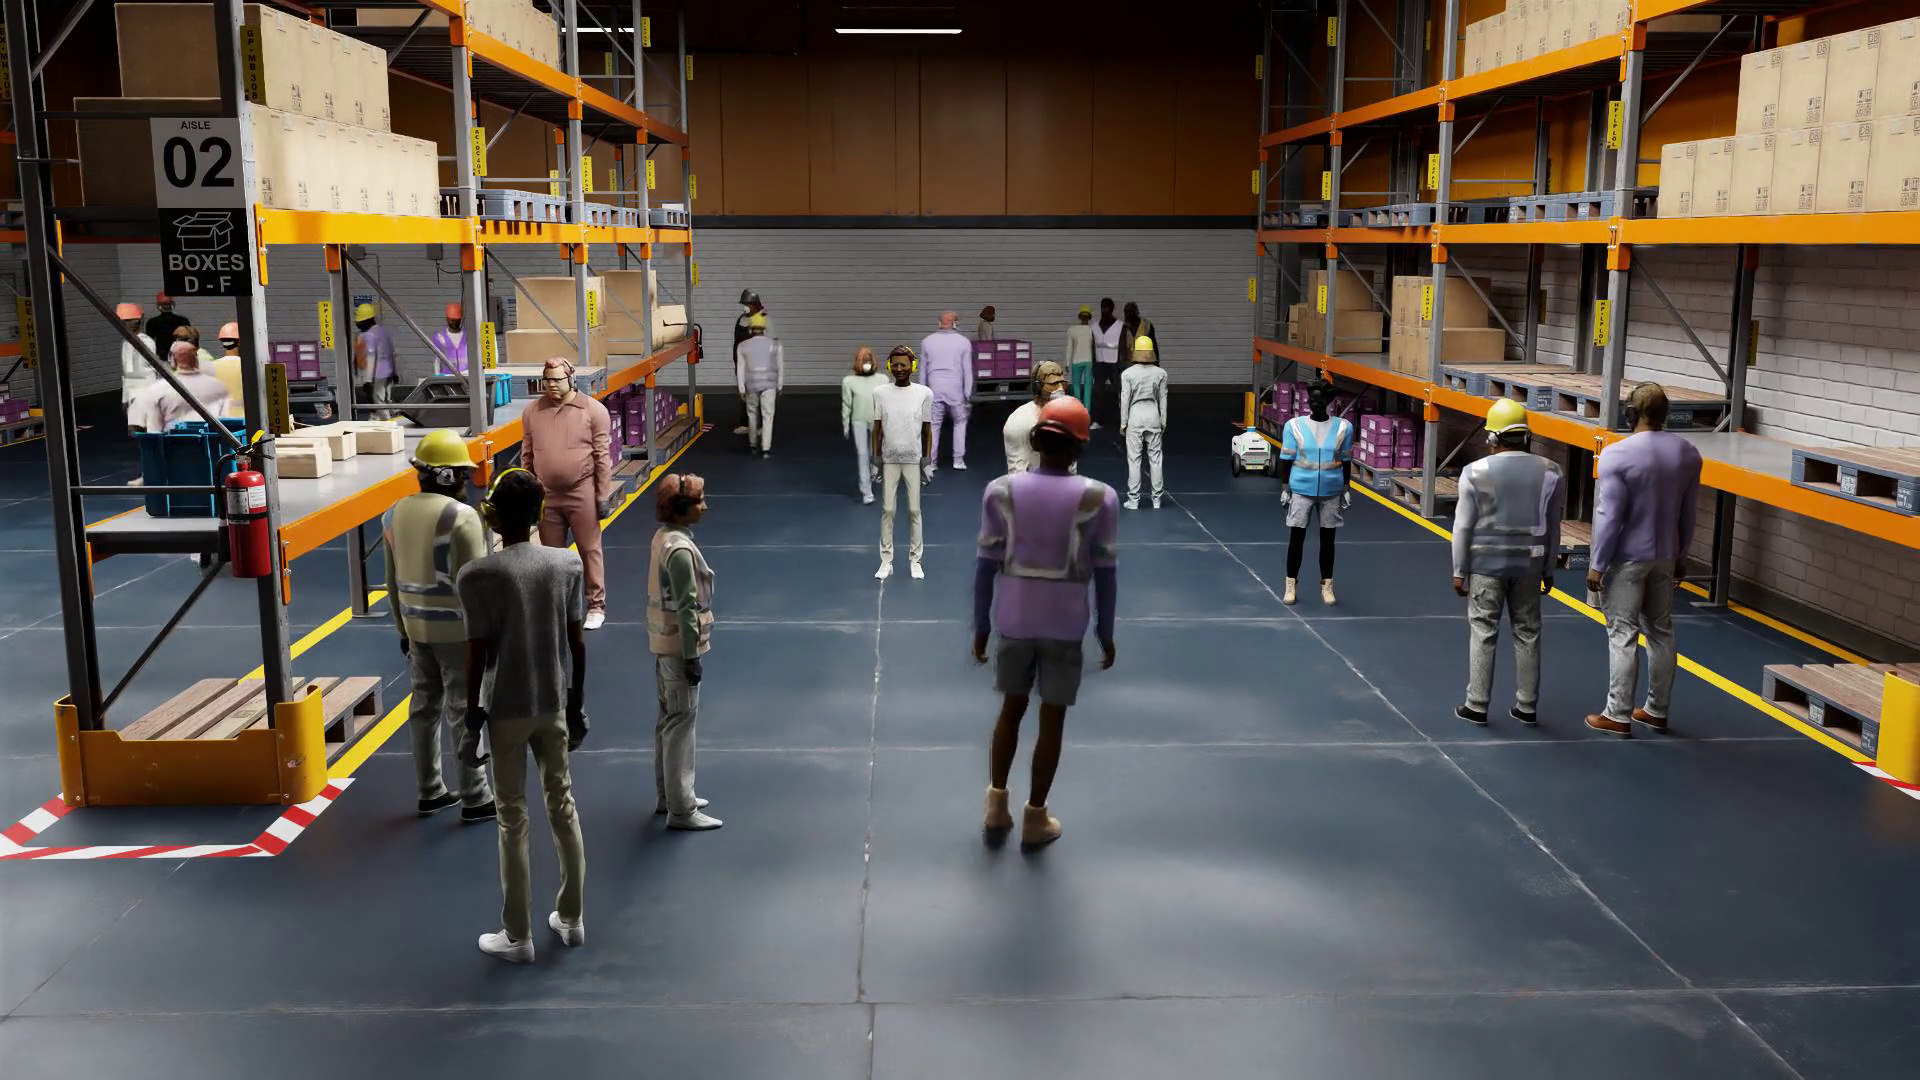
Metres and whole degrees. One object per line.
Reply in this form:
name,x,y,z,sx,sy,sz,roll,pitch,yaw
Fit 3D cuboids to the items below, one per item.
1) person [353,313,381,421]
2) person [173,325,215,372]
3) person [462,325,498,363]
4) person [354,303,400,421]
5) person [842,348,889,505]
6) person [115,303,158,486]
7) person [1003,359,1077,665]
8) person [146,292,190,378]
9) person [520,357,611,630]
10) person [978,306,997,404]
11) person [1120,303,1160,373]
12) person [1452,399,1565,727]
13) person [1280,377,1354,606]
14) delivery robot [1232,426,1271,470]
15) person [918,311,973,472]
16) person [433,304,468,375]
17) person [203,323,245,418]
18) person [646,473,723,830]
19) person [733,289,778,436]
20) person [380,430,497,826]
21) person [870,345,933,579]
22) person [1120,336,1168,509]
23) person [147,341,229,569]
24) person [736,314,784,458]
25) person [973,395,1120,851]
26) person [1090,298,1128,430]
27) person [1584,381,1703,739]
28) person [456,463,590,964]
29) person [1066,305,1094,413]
person,-8.669,-2.509,24.313,0.535,1.688,0.390,8,13,39
person,-7.858,-1.285,17.099,0.626,1.834,0.430,8,13,37
person,-6.476,-2.264,22.394,0.585,1.882,0.337,5,11,26
person,-7.697,-2.202,22.069,0.497,1.877,0.676,0,10,0
person,-0.955,-1.187,17.227,0.508,1.613,0.656,-3,11,-16
person,-8.978,-1.569,18.135,0.632,2.024,0.423,9,14,42
person,0.547,-0.187,10.672,0.372,1.940,0.630,9,14,42
person,-11.636,-2.663,24.476,0.632,1.933,1.088,-6,12,-32
person,-2.735,-0.317,11.513,0.639,1.900,0.404,1,10,6
person,0.448,-3.062,27.564,0.291,1.622,0.513,-4,11,-20
person,2.605,-2.620,24.690,0.702,1.782,0.929,0,10,-2
person,3.015,0.133,9.219,0.591,1.826,0.404,0,10,-1
person,2.629,-0.356,12.278,0.540,1.698,0.316,1,10,6
delivery robot,3.351,-1.065,19.156,0.477,0.478,0.707,0,10,0
person,-0.172,-1.732,19.455,0.676,1.883,0.430,2,10,13
person,-6.416,-2.062,21.260,0.548,1.878,1.022,-4,11,-21
person,-6.769,-1.069,15.621,0.543,1.927,0.375,-1,10,-8
person,-1.280,0.508,7.643,0.309,1.636,0.522,-3,11,-19
person,-2.899,-2.464,23.075,0.688,2.000,0.536,6,12,32
person,-2.367,0.405,7.690,0.588,1.827,0.404,6,12,29
person,-0.466,-0.614,13.246,0.510,1.872,0.328,0,10,2
person,1.843,-1.180,16.756,0.490,1.741,0.323,-2,10,-9
person,-6.273,-0.683,13.600,0.653,1.885,0.741,-9,14,-42
person,-2.493,-1.924,20.798,0.585,1.786,0.947,-1,10,-8
person,0.387,0.366,7.421,0.632,2.006,0.570,3,11,16
person,2.168,-2.550,23.997,0.604,1.892,0.877,7,12,34
person,3.682,0.112,9.007,0.635,1.936,0.354,-3,11,-18
person,-1.633,0.644,6.220,0.516,1.876,0.327,-9,14,-42
person,1.884,-2.678,25.140,0.557,1.723,0.873,1,10,6
